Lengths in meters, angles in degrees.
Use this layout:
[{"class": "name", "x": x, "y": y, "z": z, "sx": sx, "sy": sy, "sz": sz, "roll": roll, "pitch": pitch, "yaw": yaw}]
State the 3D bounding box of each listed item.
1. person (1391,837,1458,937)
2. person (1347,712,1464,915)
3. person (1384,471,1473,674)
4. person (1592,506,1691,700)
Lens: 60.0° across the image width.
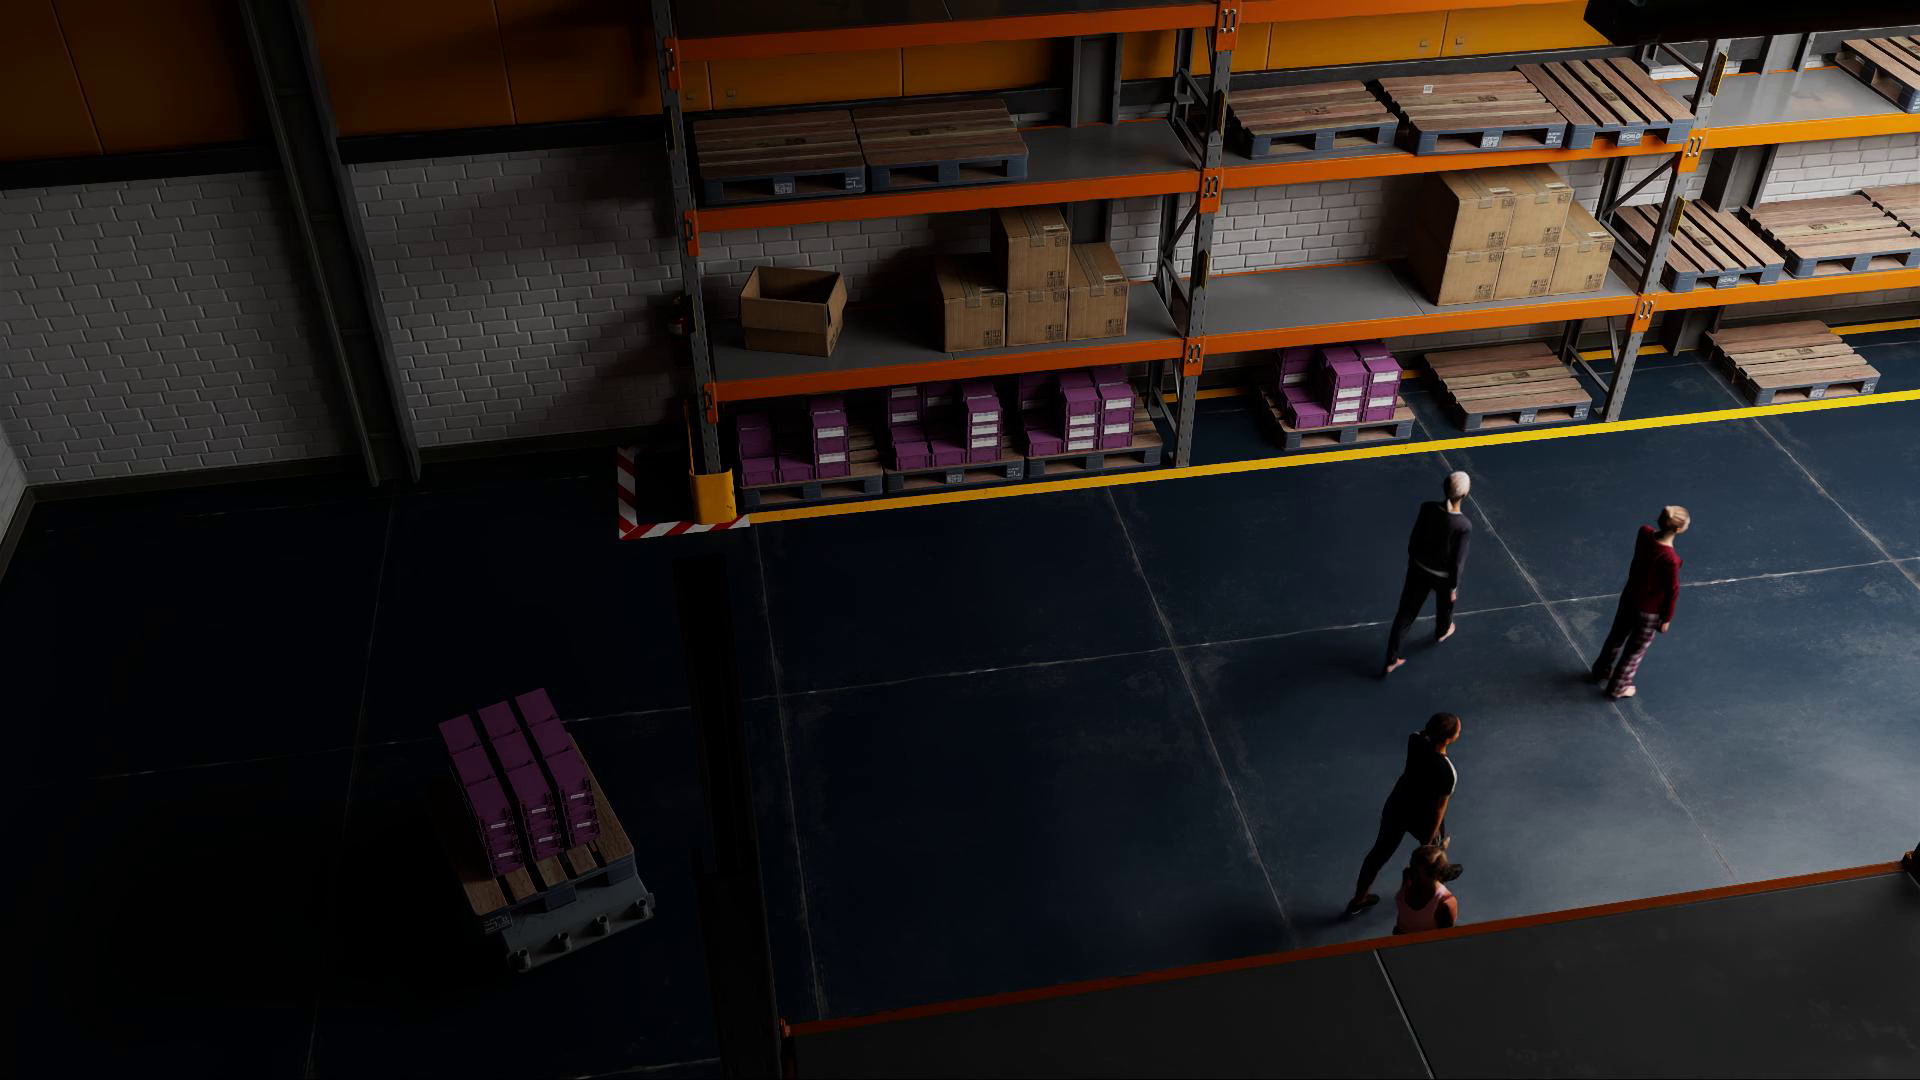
[{"class": "person", "x": 2.680, "y": 2.276, "z": 9.481, "sx": 0.987, "sy": 1.623, "sz": 0.868, "roll": -24, "pitch": 45, "yaw": -27}, {"class": "person", "x": 2.725, "y": 1.698, "z": 10.198, "sx": 1.159, "sy": 1.630, "sz": 0.843, "roll": -19, "pitch": 42, "yaw": -22}, {"class": "person", "x": 3.364, "y": 0.260, "z": 11.957, "sx": 1.042, "sy": 1.683, "sz": 1.157, "roll": 29, "pitch": 47, "yaw": 32}, {"class": "person", "x": 4.834, "y": 0.419, "z": 11.746, "sx": 0.538, "sy": 1.697, "sz": 0.638, "roll": -11, "pitch": 40, "yaw": -14}]
